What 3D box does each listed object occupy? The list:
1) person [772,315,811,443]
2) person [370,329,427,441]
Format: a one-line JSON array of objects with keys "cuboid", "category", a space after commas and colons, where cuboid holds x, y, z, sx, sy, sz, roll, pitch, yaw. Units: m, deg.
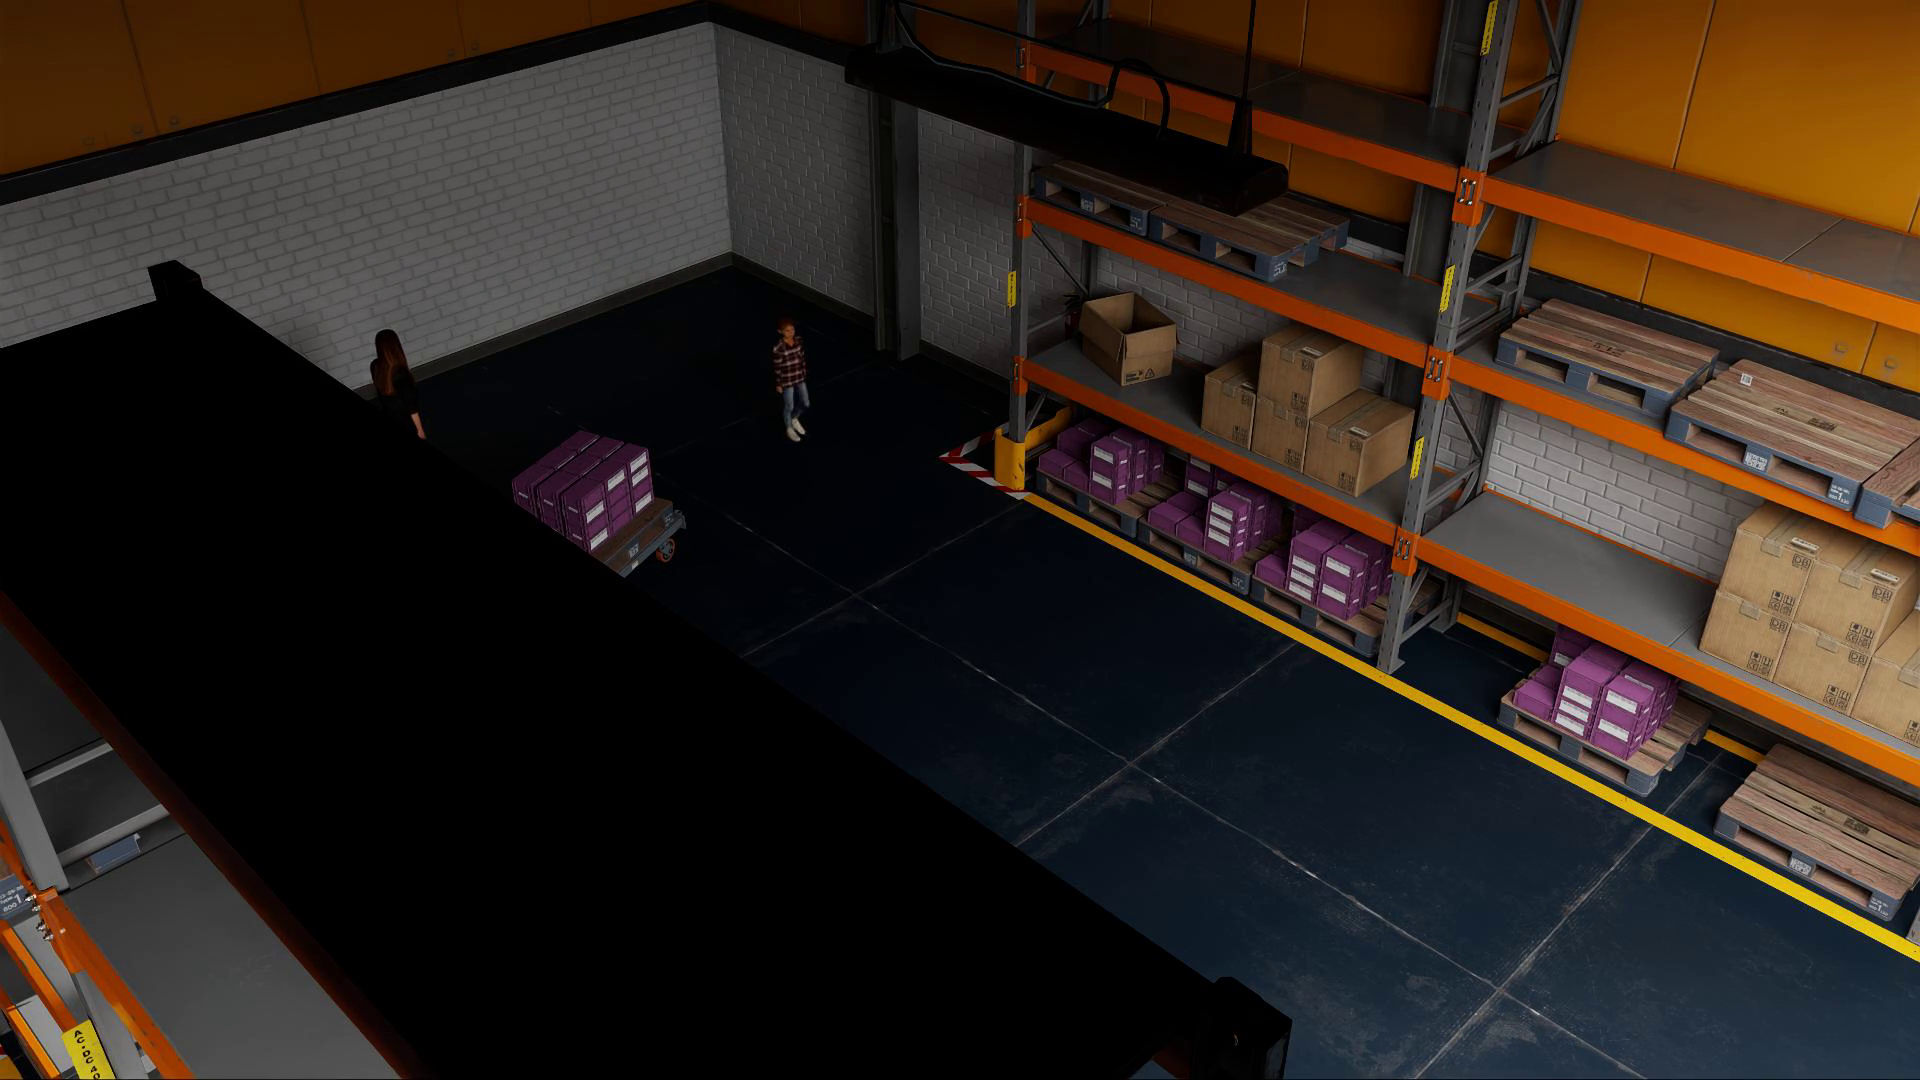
[{"cuboid": [-1.639, -1.562, 15.777, 0.552, 1.296, 0.536, -25, 41, -32], "category": "person"}, {"cuboid": [-4.938, -1.050, 14.636, 0.548, 1.707, 0.699, 21, 39, 28], "category": "person"}]
